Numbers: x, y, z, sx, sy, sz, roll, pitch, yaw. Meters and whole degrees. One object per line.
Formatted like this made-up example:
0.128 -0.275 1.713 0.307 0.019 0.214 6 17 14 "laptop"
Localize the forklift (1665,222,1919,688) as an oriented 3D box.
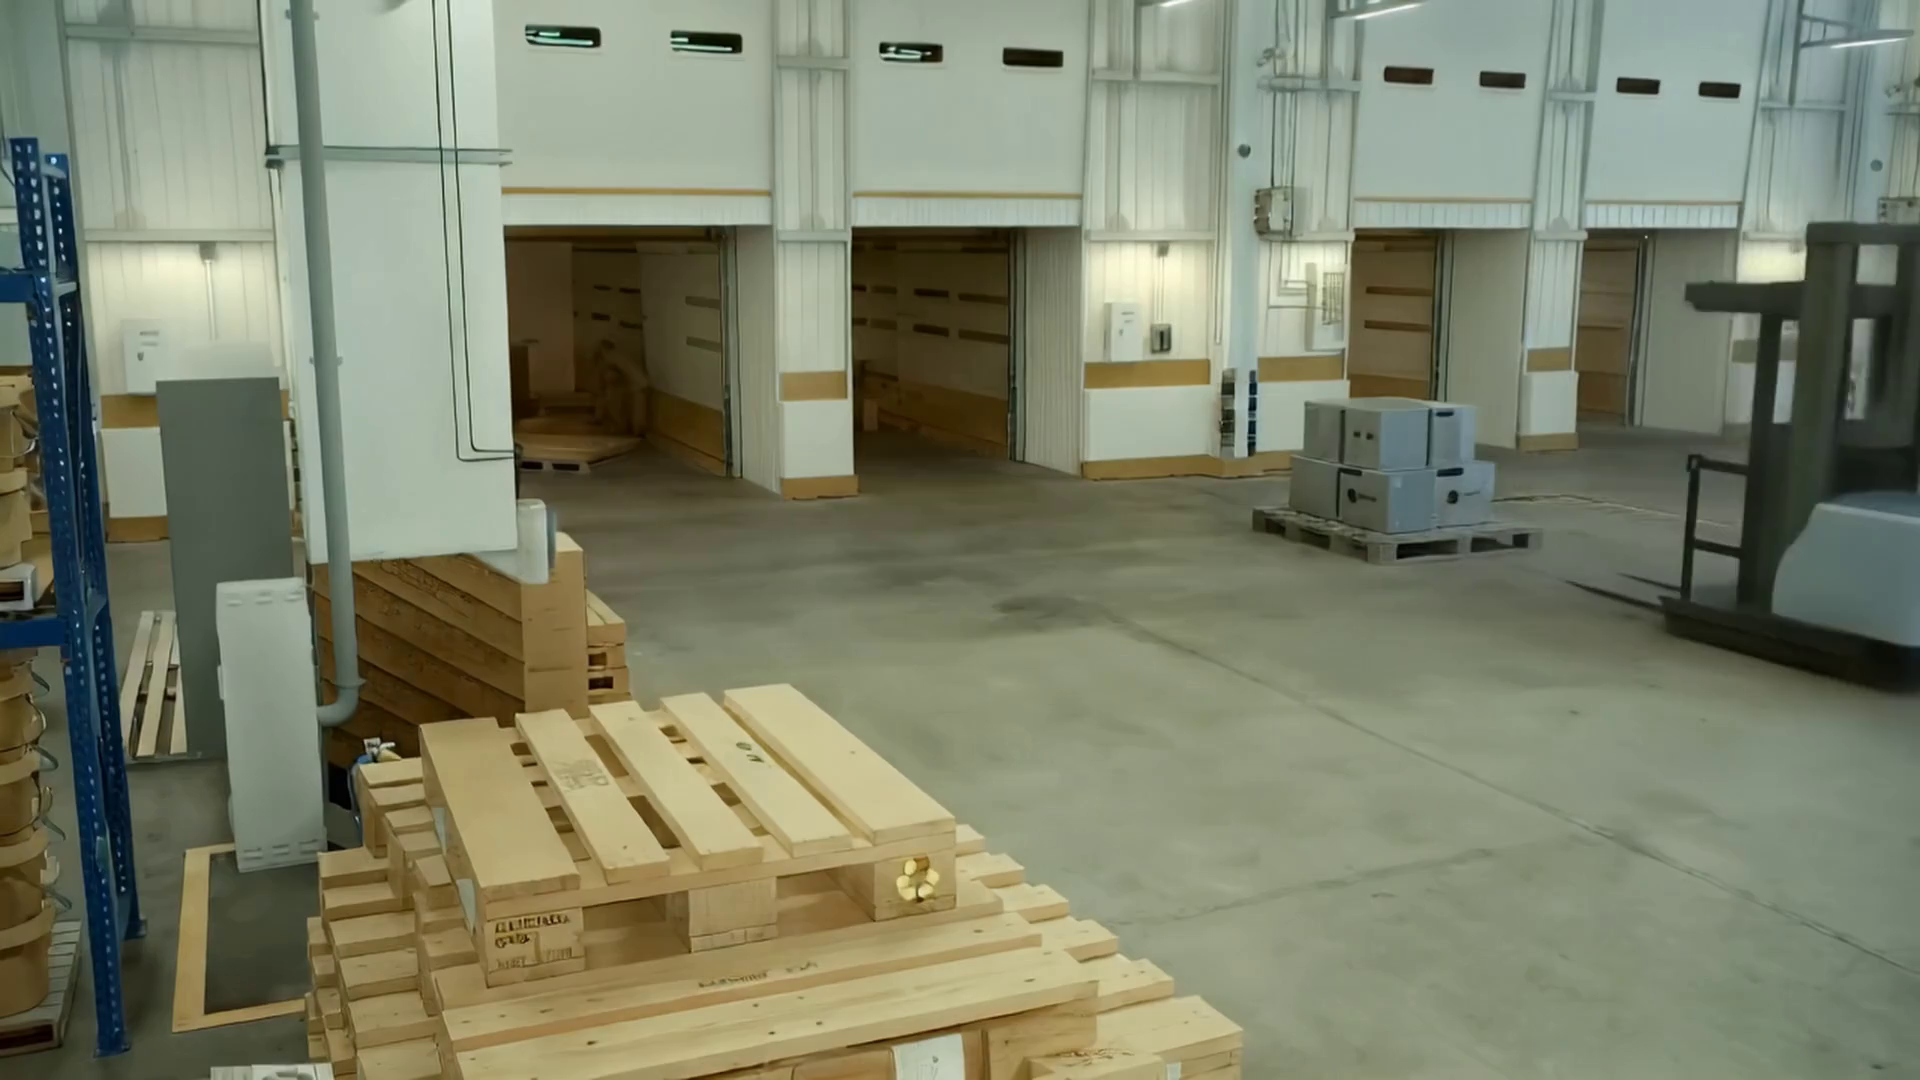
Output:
5.764 -0.627 10.644 1.129 2.768 1.873 -4 11 -23 "forklift"
